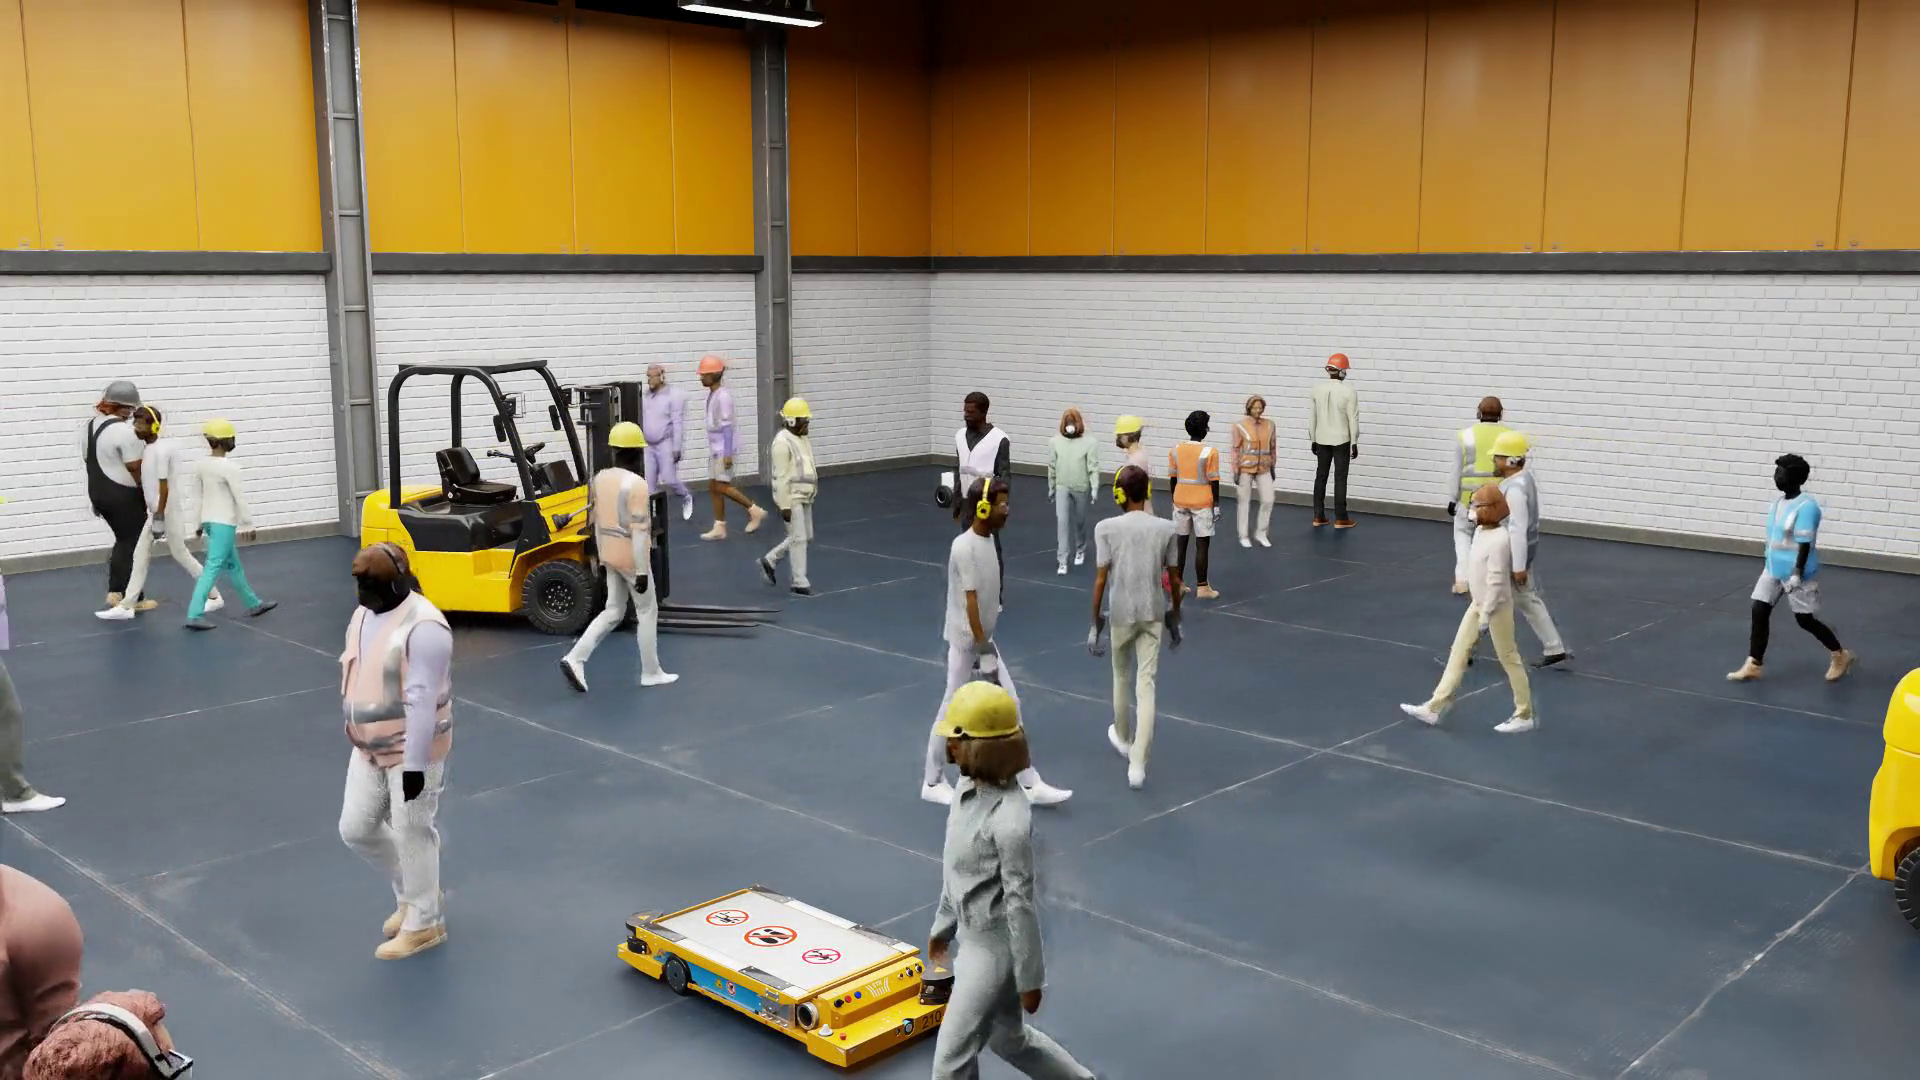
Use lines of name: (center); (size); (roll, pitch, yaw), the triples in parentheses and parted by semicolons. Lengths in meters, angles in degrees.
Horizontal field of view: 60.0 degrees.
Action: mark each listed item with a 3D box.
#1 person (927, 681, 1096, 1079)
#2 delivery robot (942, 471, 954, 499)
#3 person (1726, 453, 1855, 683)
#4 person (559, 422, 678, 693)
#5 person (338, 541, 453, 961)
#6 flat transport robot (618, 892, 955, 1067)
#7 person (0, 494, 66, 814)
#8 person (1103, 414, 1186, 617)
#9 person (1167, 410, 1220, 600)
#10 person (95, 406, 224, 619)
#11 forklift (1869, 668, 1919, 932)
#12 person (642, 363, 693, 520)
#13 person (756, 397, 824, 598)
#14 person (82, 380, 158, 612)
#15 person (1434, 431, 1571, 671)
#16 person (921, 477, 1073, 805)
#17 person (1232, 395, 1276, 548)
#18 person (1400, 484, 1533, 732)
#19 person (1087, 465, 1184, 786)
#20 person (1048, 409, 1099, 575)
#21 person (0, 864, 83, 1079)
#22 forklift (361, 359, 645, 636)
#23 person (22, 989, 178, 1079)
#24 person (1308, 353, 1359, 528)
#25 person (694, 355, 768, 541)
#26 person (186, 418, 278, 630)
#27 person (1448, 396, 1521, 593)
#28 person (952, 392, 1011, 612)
person: (0.162, 1.260, 5.192); (0.803, 1.717, 0.477); (-2, 9, -12)
delivery robot: (0.111, -0.710, 20.525); (0.707, 0.478, 0.477); (9, 13, 43)
person: (5.945, 0.210, 11.788); (0.811, 1.661, 0.524); (-1, 9, -8)
person: (-2.383, 0.128, 11.563); (0.817, 1.904, 0.591); (-9, 13, -44)
person: (-2.409, 0.897, 7.118); (0.626, 1.817, 0.442); (7, 12, 37)
flat transport robot: (-0.708, 1.722, 6.767); (1.431, 0.197, 0.652); (9, 13, 43)
person: (-5.301, 0.565, 8.868); (0.731, 1.903, 0.595); (-5, 11, -28)
person: (1.546, -0.190, 13.977); (0.598, 1.742, 0.540); (-1, 9, -5)
person: (2.106, -0.313, 14.881); (0.541, 1.696, 0.315); (9, 13, 42)
person: (-6.771, -0.226, 14.049); (0.994, 1.809, 0.529); (-7, 12, -37)
forklift: (5.205, 0.723, 7.013); (2.313, 2.155, 1.214); (9, 13, 43)
person: (-3.399, -1.080, 18.984); (0.657, 1.891, 0.672); (5, 10, 27)
person: (-1.545, -0.386, 14.983); (0.610, 1.818, 0.602); (3, 10, 15)
person: (-7.161, -0.389, 14.296); (0.711, 2.000, 0.565); (8, 12, 39)
person: (4.045, 0.088, 12.174); (0.940, 1.790, 0.591); (4, 10, 25)
person: (0.185, 0.582, 9.000); (0.940, 1.824, 0.534); (4, 10, 25)
person: (3.119, -0.709, 17.538); (0.538, 1.621, 0.503); (-2, 10, -14)
person: (3.272, 0.444, 10.526); (0.871, 1.585, 0.516); (0, 9, -2)
person: (1.021, 0.467, 9.723); (0.584, 1.811, 0.928); (-1, 9, -3)
person: (1.116, -0.499, 16.344); (0.511, 1.593, 0.839); (2, 9, 10)
person: (-2.307, 1.404, 3.724); (0.646, 1.908, 0.404); (-1, 9, -4)
forklift: (-3.850, -0.407, 13.936); (2.313, 2.155, 1.214); (2, 9, 11)
person: (-1.320, 1.631, 2.532); (0.654, 1.854, 1.039); (2, 9, 9)
person: (4.282, -1.134, 19.005); (0.622, 1.993, 0.382); (9, 13, 42)
person: (-2.512, -0.992, 18.027); (0.686, 2.030, 0.638); (-4, 10, -25)
person: (-6.090, -0.142, 13.762); (0.539, 1.722, 0.916); (6, 11, 34)
person: (4.681, -0.376, 14.875); (0.666, 1.825, 0.603); (1, 9, 6)
person: (0.185, -0.316, 14.230); (0.596, 1.915, 0.370); (9, 13, 43)
